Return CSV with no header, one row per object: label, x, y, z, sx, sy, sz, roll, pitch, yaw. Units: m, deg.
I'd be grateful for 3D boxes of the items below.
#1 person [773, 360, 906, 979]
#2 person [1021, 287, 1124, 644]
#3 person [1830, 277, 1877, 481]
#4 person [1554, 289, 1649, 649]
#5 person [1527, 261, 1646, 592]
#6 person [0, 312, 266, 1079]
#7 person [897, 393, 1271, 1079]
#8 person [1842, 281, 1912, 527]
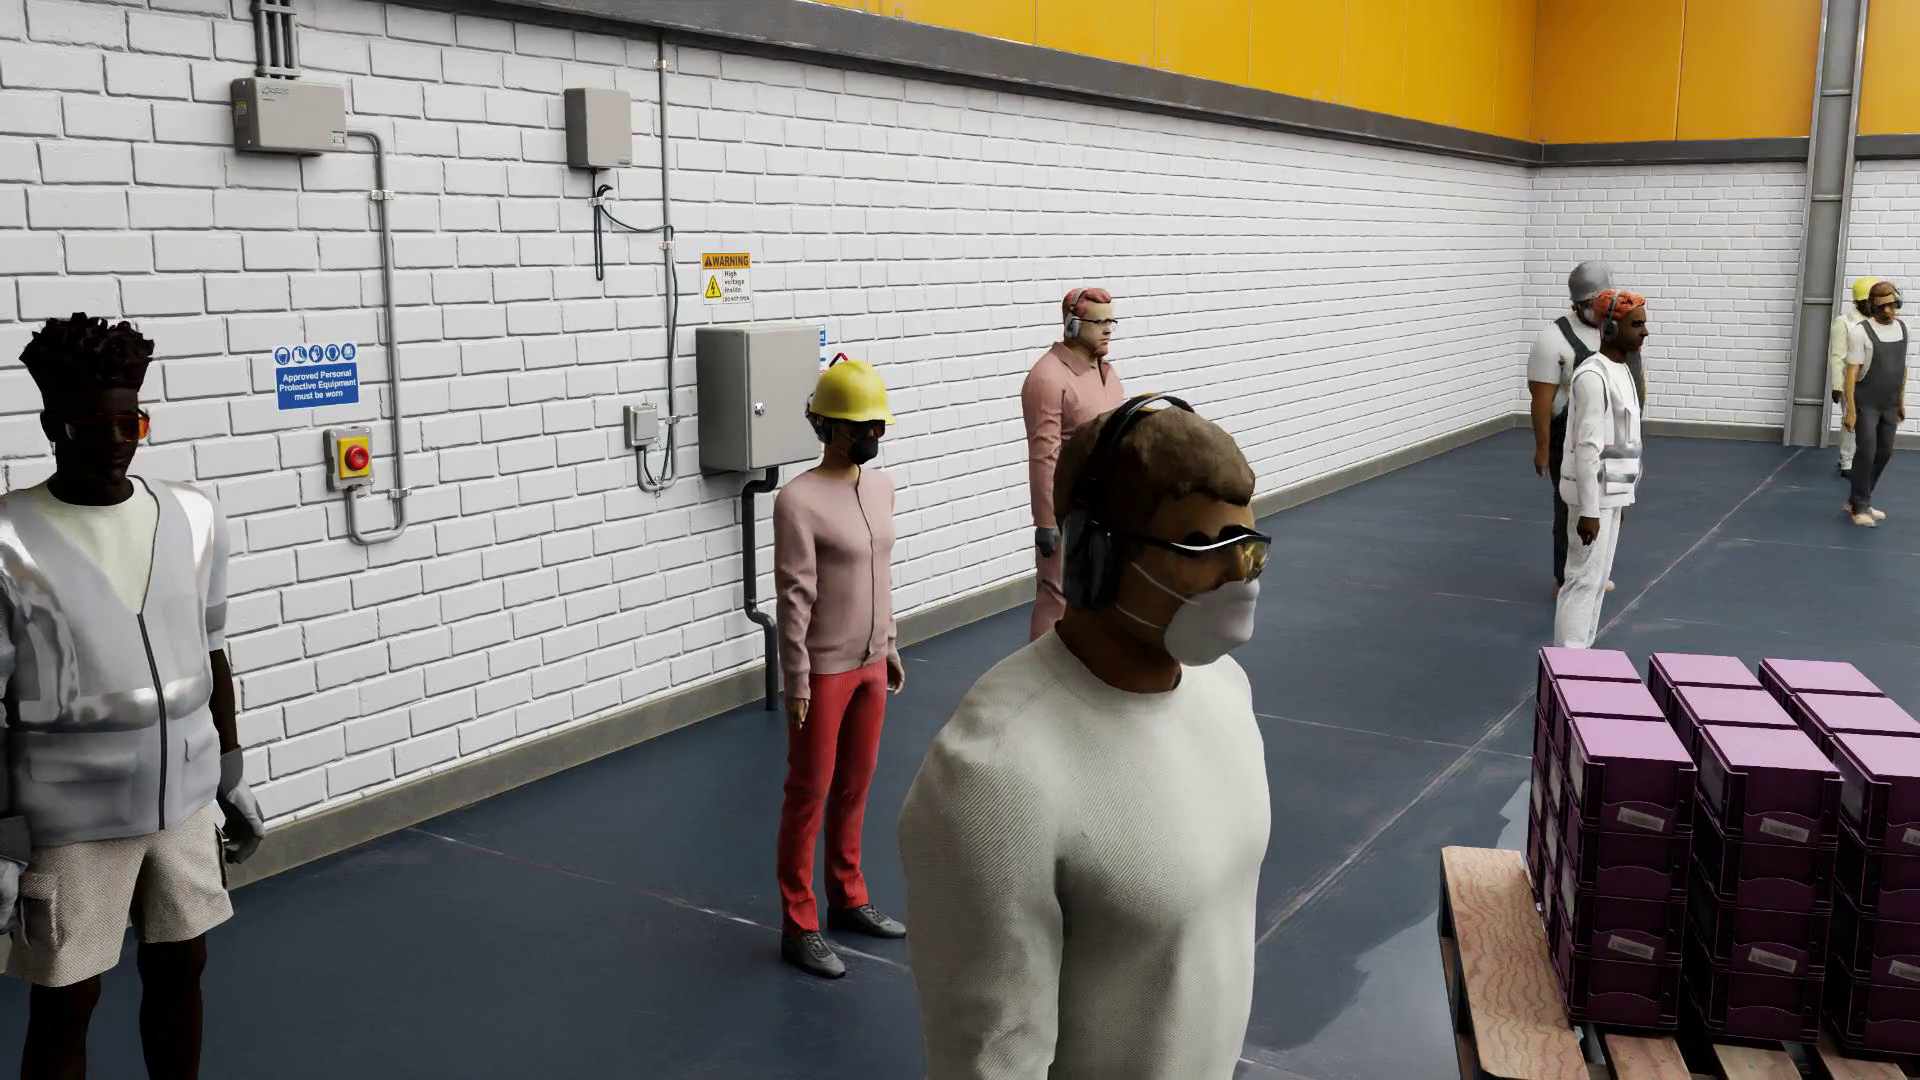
person,-0.326,0.363,4.824,0.329,1.765,0.533,6,12,32
person,0.528,-0.132,7.176,0.402,1.904,0.652,6,12,32
person,7.859,-1.407,14.580,0.655,1.791,0.542,-3,11,-16
person,2.882,-0.178,7.494,0.337,1.880,0.585,6,12,32
person,3.606,-0.640,9.612,0.747,2.000,0.725,-2,10,-13
person,-1.706,0.525,3.371,0.366,1.962,0.614,6,12,32
person,0.169,0.793,1.962,0.354,1.936,0.635,6,12,32
person,6.714,-0.995,12.259,0.635,1.808,0.537,-3,11,-16
